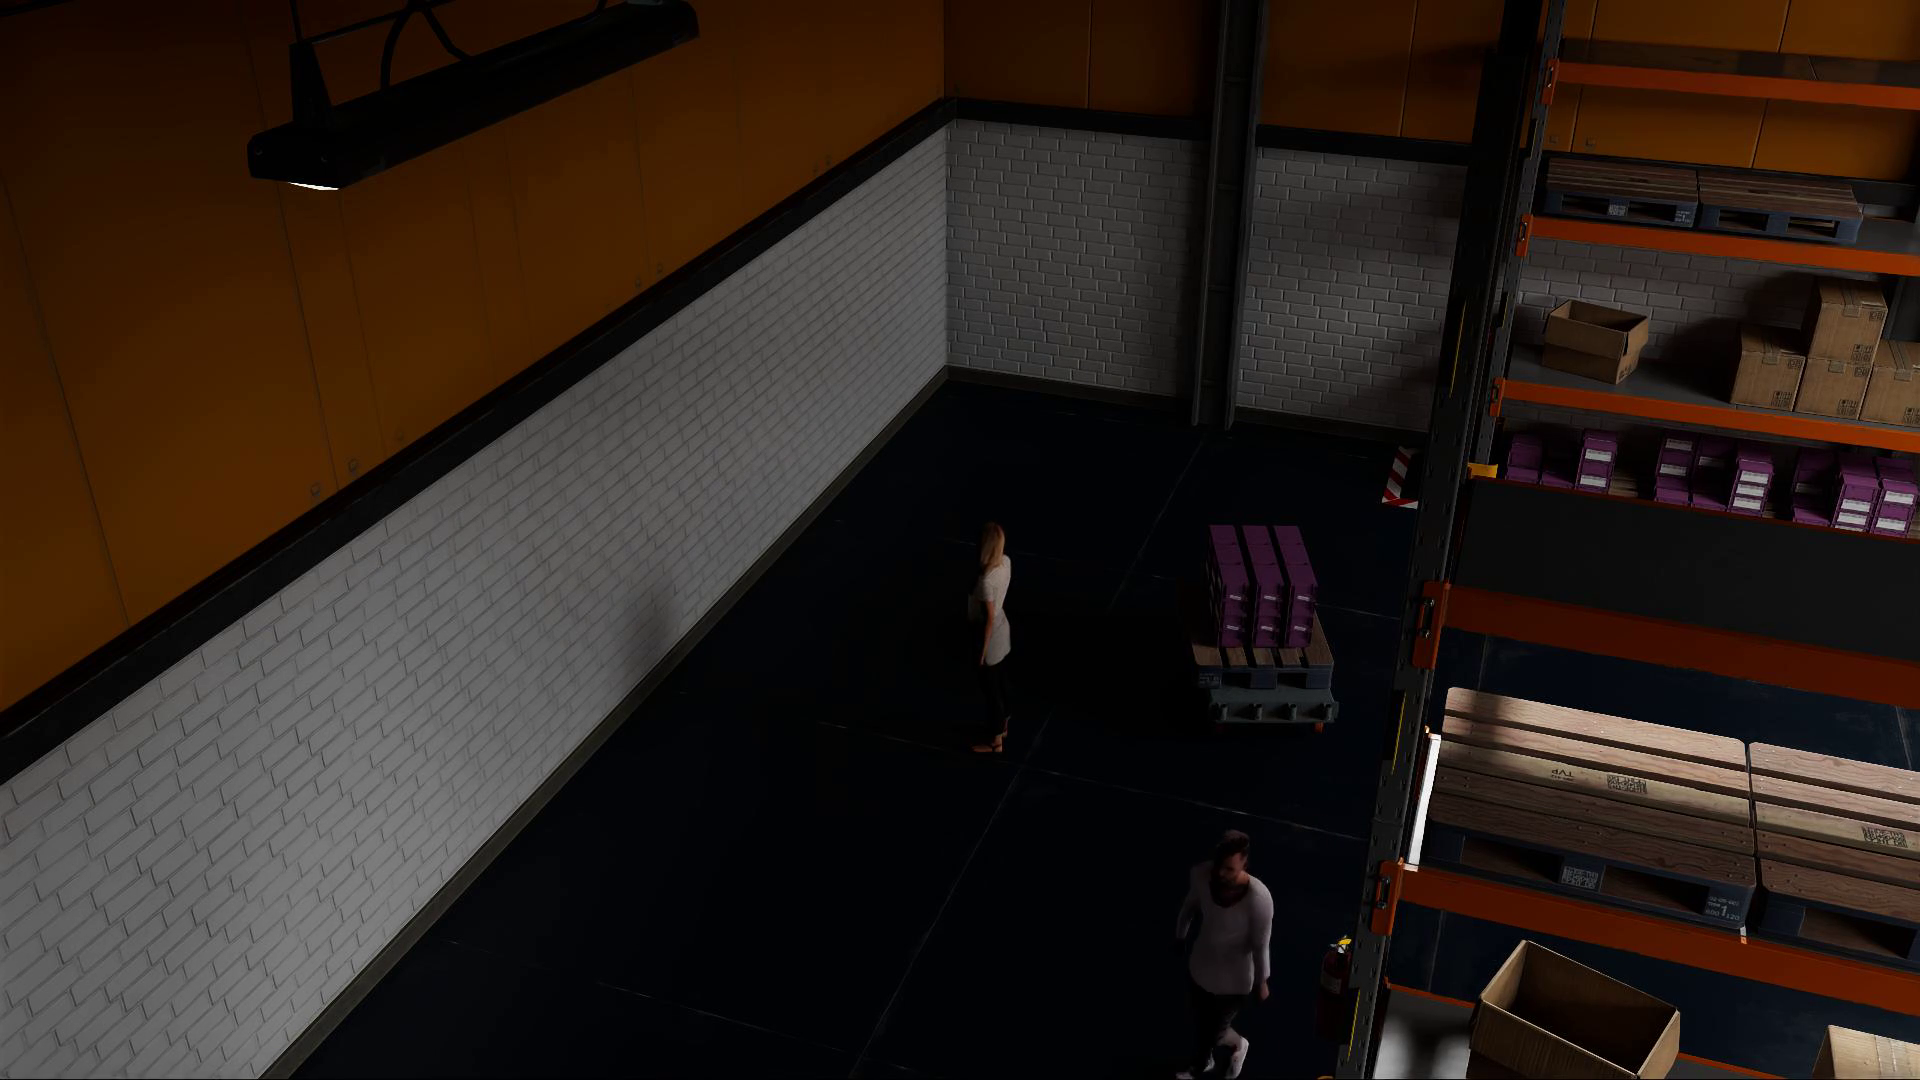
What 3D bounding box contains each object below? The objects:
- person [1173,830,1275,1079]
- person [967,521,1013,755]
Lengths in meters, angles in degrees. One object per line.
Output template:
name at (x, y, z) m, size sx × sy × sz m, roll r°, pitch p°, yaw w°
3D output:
person at (1.459, 2.240, 8.915) m, size 0.944 × 1.820 × 0.824 m, roll -22°, pitch 35°, yaw -34°
person at (0.229, 0.689, 11.753) m, size 0.526 × 1.825 × 0.615 m, roll 9°, pitch 30°, yaw 15°
